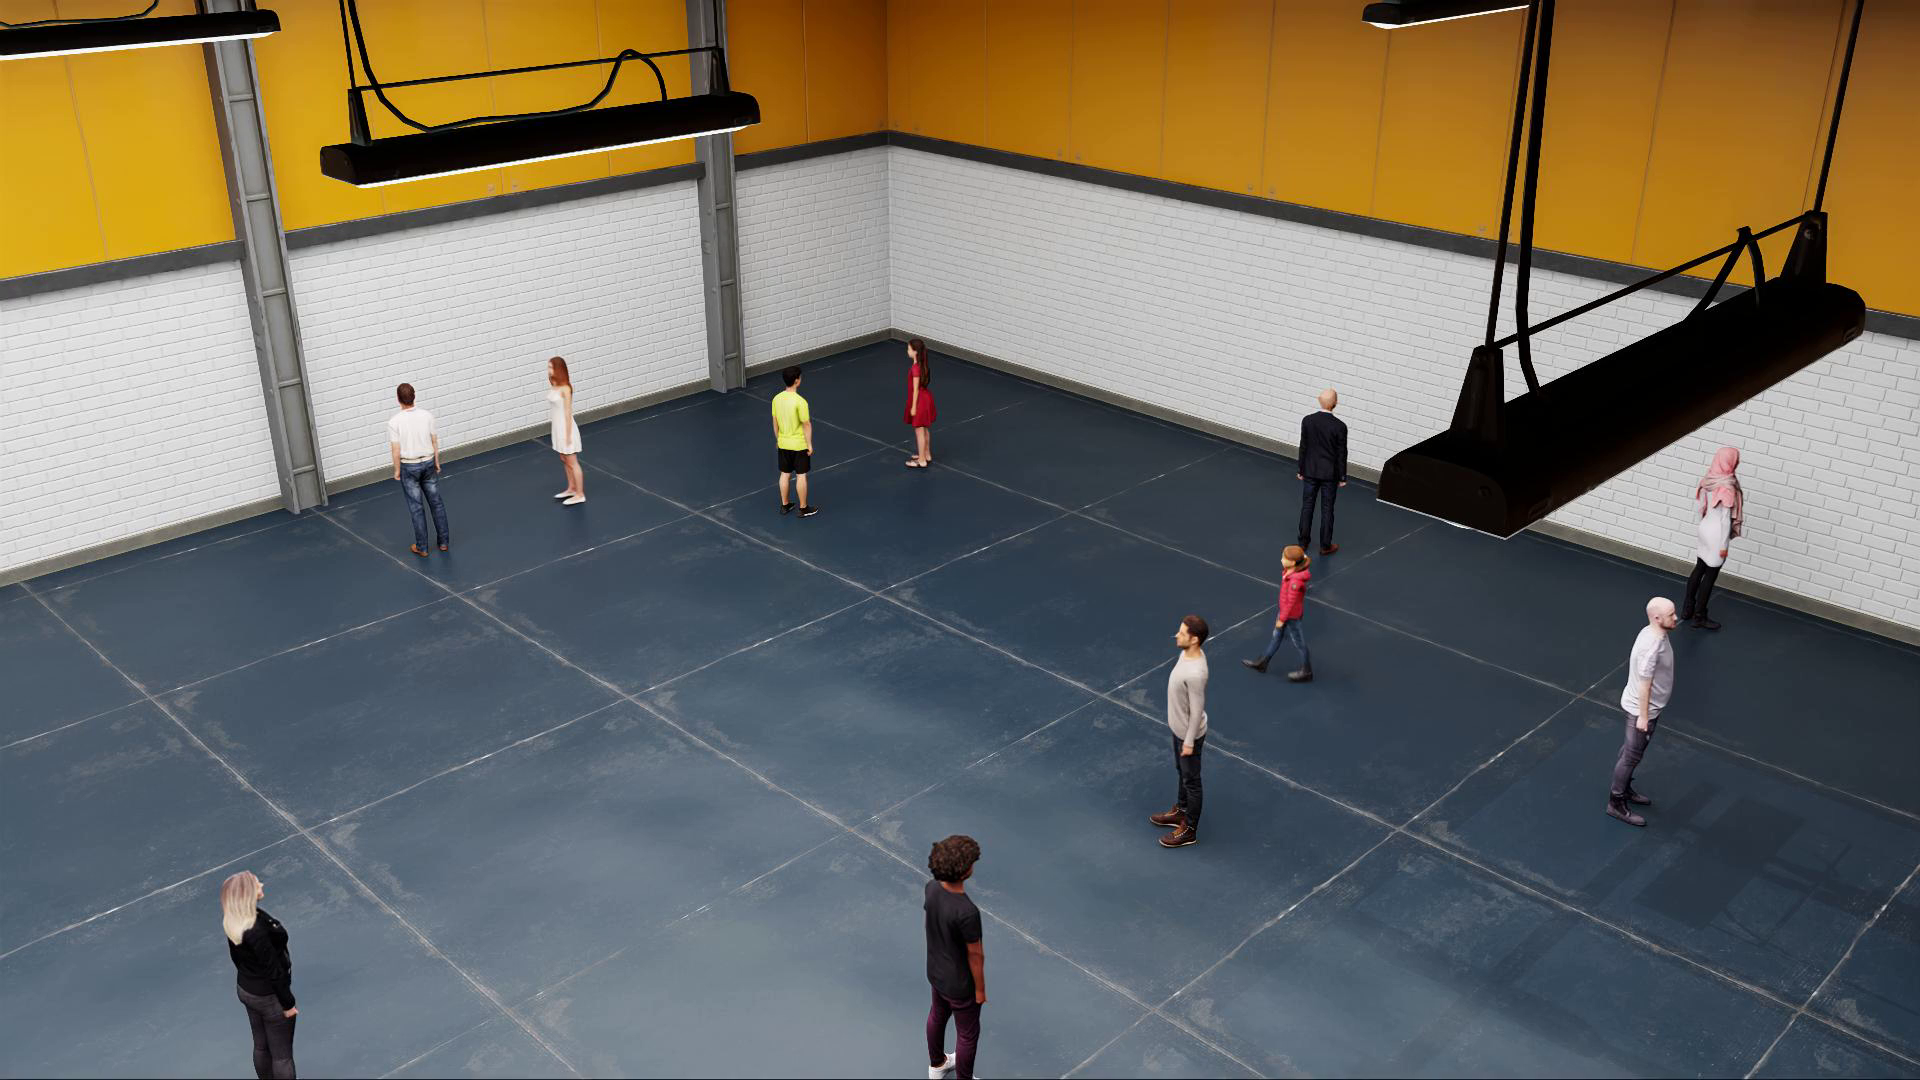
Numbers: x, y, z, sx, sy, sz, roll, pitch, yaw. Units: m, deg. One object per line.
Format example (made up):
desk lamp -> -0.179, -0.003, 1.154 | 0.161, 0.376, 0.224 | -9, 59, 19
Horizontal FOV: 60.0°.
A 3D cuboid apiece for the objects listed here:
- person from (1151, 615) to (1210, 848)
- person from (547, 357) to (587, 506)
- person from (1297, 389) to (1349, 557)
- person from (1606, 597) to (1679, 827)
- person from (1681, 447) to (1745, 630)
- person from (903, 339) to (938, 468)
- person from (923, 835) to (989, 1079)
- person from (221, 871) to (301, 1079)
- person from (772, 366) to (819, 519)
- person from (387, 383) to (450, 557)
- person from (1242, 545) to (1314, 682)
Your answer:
person -> 1.702, 1.405, 12.401 | 0.781, 1.868, 0.741 | -2, 24, -5
person -> -4.424, -1.245, 18.661 | 0.572, 1.709, 0.599 | -15, 28, -31
person -> 3.768, -0.715, 17.334 | 0.735, 1.800, 0.682 | 13, 27, 27
person -> 5.237, 1.269, 12.756 | 0.787, 1.832, 0.619 | 12, 26, 26
person -> 7.146, -0.034, 15.774 | 0.793, 1.804, 0.743 | -1, 24, -3
person -> -0.470, -1.640, 19.763 | 0.737, 1.551, 0.675 | 5, 24, 11
person -> -0.031, 2.537, 9.918 | 0.583, 1.783, 0.641 | -18, 30, -36
person -> -4.076, 2.669, 9.736 | 0.627, 1.687, 0.562 | 17, 29, 34
person -> -1.836, -1.089, 18.305 | 0.683, 1.708, 0.618 | 13, 27, 27
person -> -5.646, -0.743, 17.332 | 0.541, 1.854, 0.737 | -17, 29, -34
person -> 3.018, 0.672, 14.798 | 0.902, 1.290, 0.833 | -1, 24, -2
